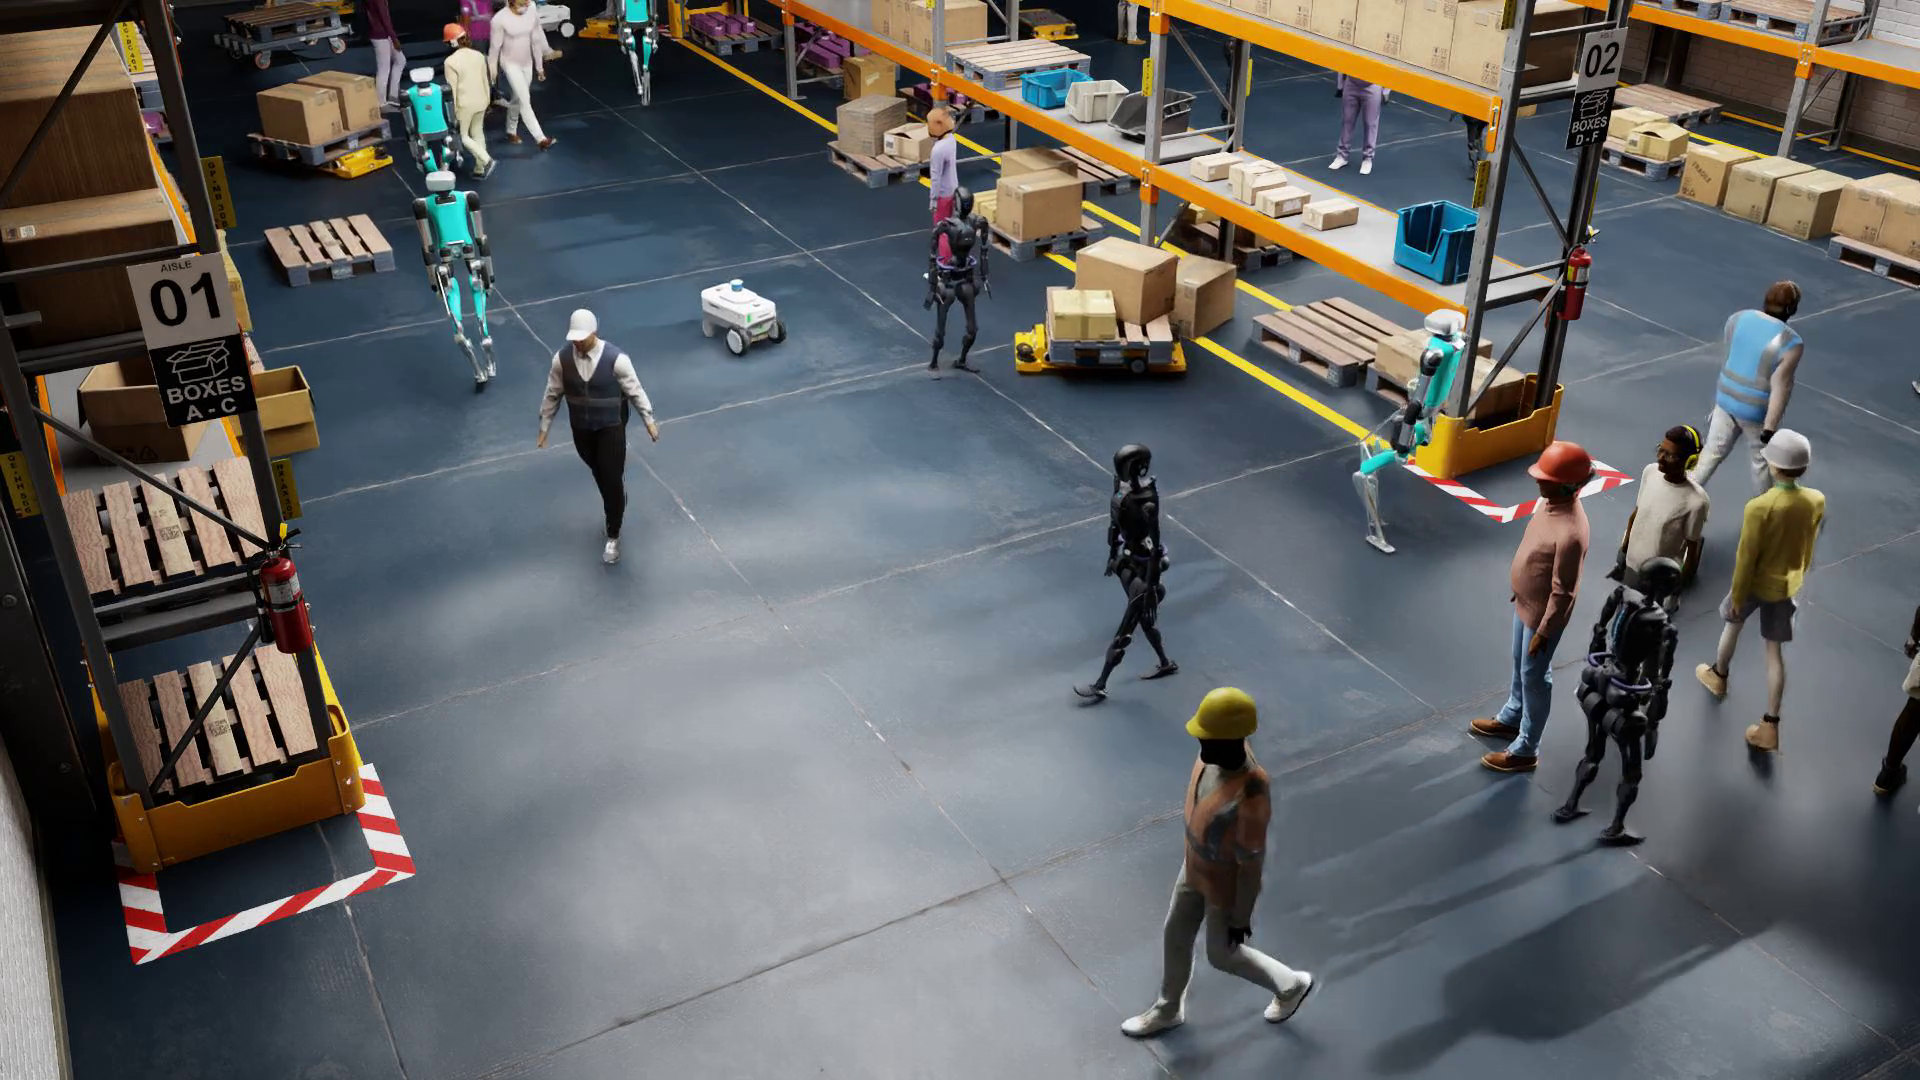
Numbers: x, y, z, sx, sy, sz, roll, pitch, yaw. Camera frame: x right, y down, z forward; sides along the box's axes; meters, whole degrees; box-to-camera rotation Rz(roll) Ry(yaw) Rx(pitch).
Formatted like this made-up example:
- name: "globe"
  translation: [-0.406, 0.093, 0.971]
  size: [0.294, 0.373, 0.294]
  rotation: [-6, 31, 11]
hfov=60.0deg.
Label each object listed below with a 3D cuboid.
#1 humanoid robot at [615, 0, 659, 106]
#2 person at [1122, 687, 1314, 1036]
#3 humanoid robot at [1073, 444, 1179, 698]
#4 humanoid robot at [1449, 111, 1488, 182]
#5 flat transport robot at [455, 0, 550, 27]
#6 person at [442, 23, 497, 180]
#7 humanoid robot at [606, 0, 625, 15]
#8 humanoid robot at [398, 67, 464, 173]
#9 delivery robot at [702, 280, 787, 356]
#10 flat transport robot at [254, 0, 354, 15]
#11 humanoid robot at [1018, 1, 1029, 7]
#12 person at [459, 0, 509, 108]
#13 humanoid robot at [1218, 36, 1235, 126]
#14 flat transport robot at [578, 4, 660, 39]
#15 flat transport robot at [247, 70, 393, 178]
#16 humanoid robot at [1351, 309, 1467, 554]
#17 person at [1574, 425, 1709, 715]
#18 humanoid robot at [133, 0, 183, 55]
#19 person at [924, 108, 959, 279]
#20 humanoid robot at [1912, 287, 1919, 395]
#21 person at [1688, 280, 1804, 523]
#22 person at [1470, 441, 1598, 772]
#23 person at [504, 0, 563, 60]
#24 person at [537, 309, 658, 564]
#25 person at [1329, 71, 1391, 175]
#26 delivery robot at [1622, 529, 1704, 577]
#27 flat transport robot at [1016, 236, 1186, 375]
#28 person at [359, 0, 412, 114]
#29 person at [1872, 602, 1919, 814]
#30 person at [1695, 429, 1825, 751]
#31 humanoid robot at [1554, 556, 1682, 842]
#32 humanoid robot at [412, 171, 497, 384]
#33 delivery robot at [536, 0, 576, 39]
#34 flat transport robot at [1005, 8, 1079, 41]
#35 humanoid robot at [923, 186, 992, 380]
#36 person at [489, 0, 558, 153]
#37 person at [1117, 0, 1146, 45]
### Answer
- name: "humanoid robot"
  translation: [-4.071, -6.395, 21.102]
  size: [0.543, 1.752, 1.033]
  rotation: [-5, 30, -9]
- name: "person"
  translation: [1.184, 1.436, 7.275]
  size: [0.801, 1.902, 0.589]
  rotation: [-7, 31, -12]
- name: "humanoid robot"
  translation: [0.988, 0.169, 9.735]
  size: [0.763, 1.624, 0.614]
  rotation: [-11, 32, -18]
- name: "humanoid robot"
  translation: [5.748, -4.818, 18.401]
  size: [0.602, 1.642, 0.546]
  rotation: [-8, 31, -14]
- name: "flat transport robot"
  translation: [-6.938, -8.012, 25.357]
  size: [1.431, 0.231, 0.659]
  rotation: [-10, 31, -17]
- name: "person"
  translation: [-5.362, -4.784, 18.265]
  size: [0.531, 1.725, 0.585]
  rotation: [16, 34, 26]
- name: "humanoid robot"
  translation: [-5.093, -8.369, 24.517]
  size: [0.557, 1.801, 0.702]
  rotation: [2, 30, 3]
- name: "humanoid robot"
  translation: [-5.330, -3.982, 16.887]
  size: [0.550, 1.733, 1.027]
  rotation: [-10, 31, -17]
- name: "delivery robot"
  translation: [-1.922, -1.965, 14.560]
  size: [0.815, 0.612, 0.499]
  rotation: [26, 39, 38]
- name: "flat transport robot"
  translation: [-10.169, -8.277, 25.818]
  size: [1.431, 0.231, 0.659]
  rotation: [-9, 31, -15]
- name: "humanoid robot"
  translation: [0.954, -9.248, 26.089]
  size: [0.336, 1.652, 0.602]
  rotation: [-11, 32, -19]
- name: "person"
  translation: [-6.059, -6.396, 20.976]
  size: [0.683, 1.827, 0.525]
  rotation: [18, 34, 28]
- name: "humanoid robot"
  translation: [3.157, -5.206, 19.068]
  size: [0.345, 1.647, 0.589]
  rotation: [8, 31, 13]
- name: "flat transport robot"
  translation: [-5.104, -7.766, 24.929]
  size: [0.659, 0.231, 1.431]
  rotation: [8, 31, 13]
- name: "flat transport robot"
  translation: [-7.297, -4.420, 19.104]
  size: [1.431, 0.231, 0.659]
  rotation: [14, 33, 23]
- name: "humanoid robot"
  translation: [2.927, -0.762, 11.271]
  size: [0.788, 1.787, 0.540]
  rotation: [20, 35, 31]
- name: "person"
  translation: [3.914, 0.192, 9.464]
  size: [0.329, 1.876, 0.509]
  rotation: [-12, 32, -19]
- name: "humanoid robot"
  translation: [-10.419, -6.653, 21.603]
  size: [0.598, 1.649, 0.609]
  rotation: [23, 37, 34]
- name: "person"
  translation: [-0.167, -3.276, 15.744]
  size: [0.295, 1.623, 0.506]
  rotation: [9, 31, 16]
- name: "humanoid robot"
  translation: [7.968, -1.930, 13.312]
  size: [0.538, 1.804, 0.735]
  rotation: [15, 33, 24]
- name: "person"
  translation: [5.447, -0.928, 11.503]
  size: [0.860, 1.795, 0.644]
  rotation: [-13, 32, -22]
- name: "person"
  translation: [3.145, 0.359, 9.055]
  size: [0.376, 1.995, 0.610]
  rotation: [3, 30, 5]
- name: "person"
  translation: [-6.079, -7.461, 22.885]
  size: [0.986, 1.790, 0.682]
  rotation: [-23, 37, -34]
- name: "person"
  translation: [-2.442, -0.707, 11.168]
  size: [0.739, 1.725, 0.821]
  rotation: [4, 30, 7]
- name: "person"
  translation: [4.496, -5.051, 18.560]
  size: [0.650, 1.905, 0.406]
  rotation: [17, 34, 27]
- name: "delivery robot"
  translation: [4.655, 0.056, 11.026]
  size: [0.499, 0.596, 0.787]
  rotation: [14, 33, 23]
- name: "flat transport robot"
  translation: [1.197, -1.654, 14.289]
  size: [1.431, 0.231, 0.659]
  rotation: [1, 30, 1]
- name: "person"
  translation: [-7.146, -6.283, 20.694]
  size: [0.612, 1.923, 0.501]
  rotation: [-11, 32, -19]
- name: "person"
  translation: [5.275, 0.595, 8.691]
  size: [0.390, 1.949, 0.624]
  rotation: [-24, 37, -35]
- name: "person"
  translation: [4.573, 0.263, 9.379]
  size: [0.481, 1.854, 0.950]
  rotation: [1, 30, 2]
- name: "humanoid robot"
  translation: [3.441, 0.795, 8.617]
  size: [0.414, 1.648, 0.609]
  rotation: [-9, 31, -15]
- name: "humanoid robot"
  translation: [-4.033, -2.041, 13.487]
  size: [0.551, 1.759, 0.870]
  rotation: [-10, 31, -16]
- name: "delivery robot"
  translation: [-6.079, -7.632, 24.389]
  size: [0.757, 0.576, 0.499]
  rotation: [-18, 35, -29]
- name: "flat transport robot"
  translation: [1.206, -7.675, 24.771]
  size: [0.659, 0.231, 1.431]
  rotation: [-9, 31, -15]
- name: "humanoid robot"
  translation: [-0.023, -2.137, 13.719]
  size: [0.608, 1.635, 0.373]
  rotation: [-16, 33, -25]
- name: "person"
  translation: [-5.100, -5.469, 19.333]
  size: [1.043, 1.853, 0.691]
  rotation: [20, 35, 30]
- name: "person"
  translation: [2.481, -8.101, 23.882]
  size: [0.355, 1.895, 0.580]
  rotation: [-14, 33, -23]
